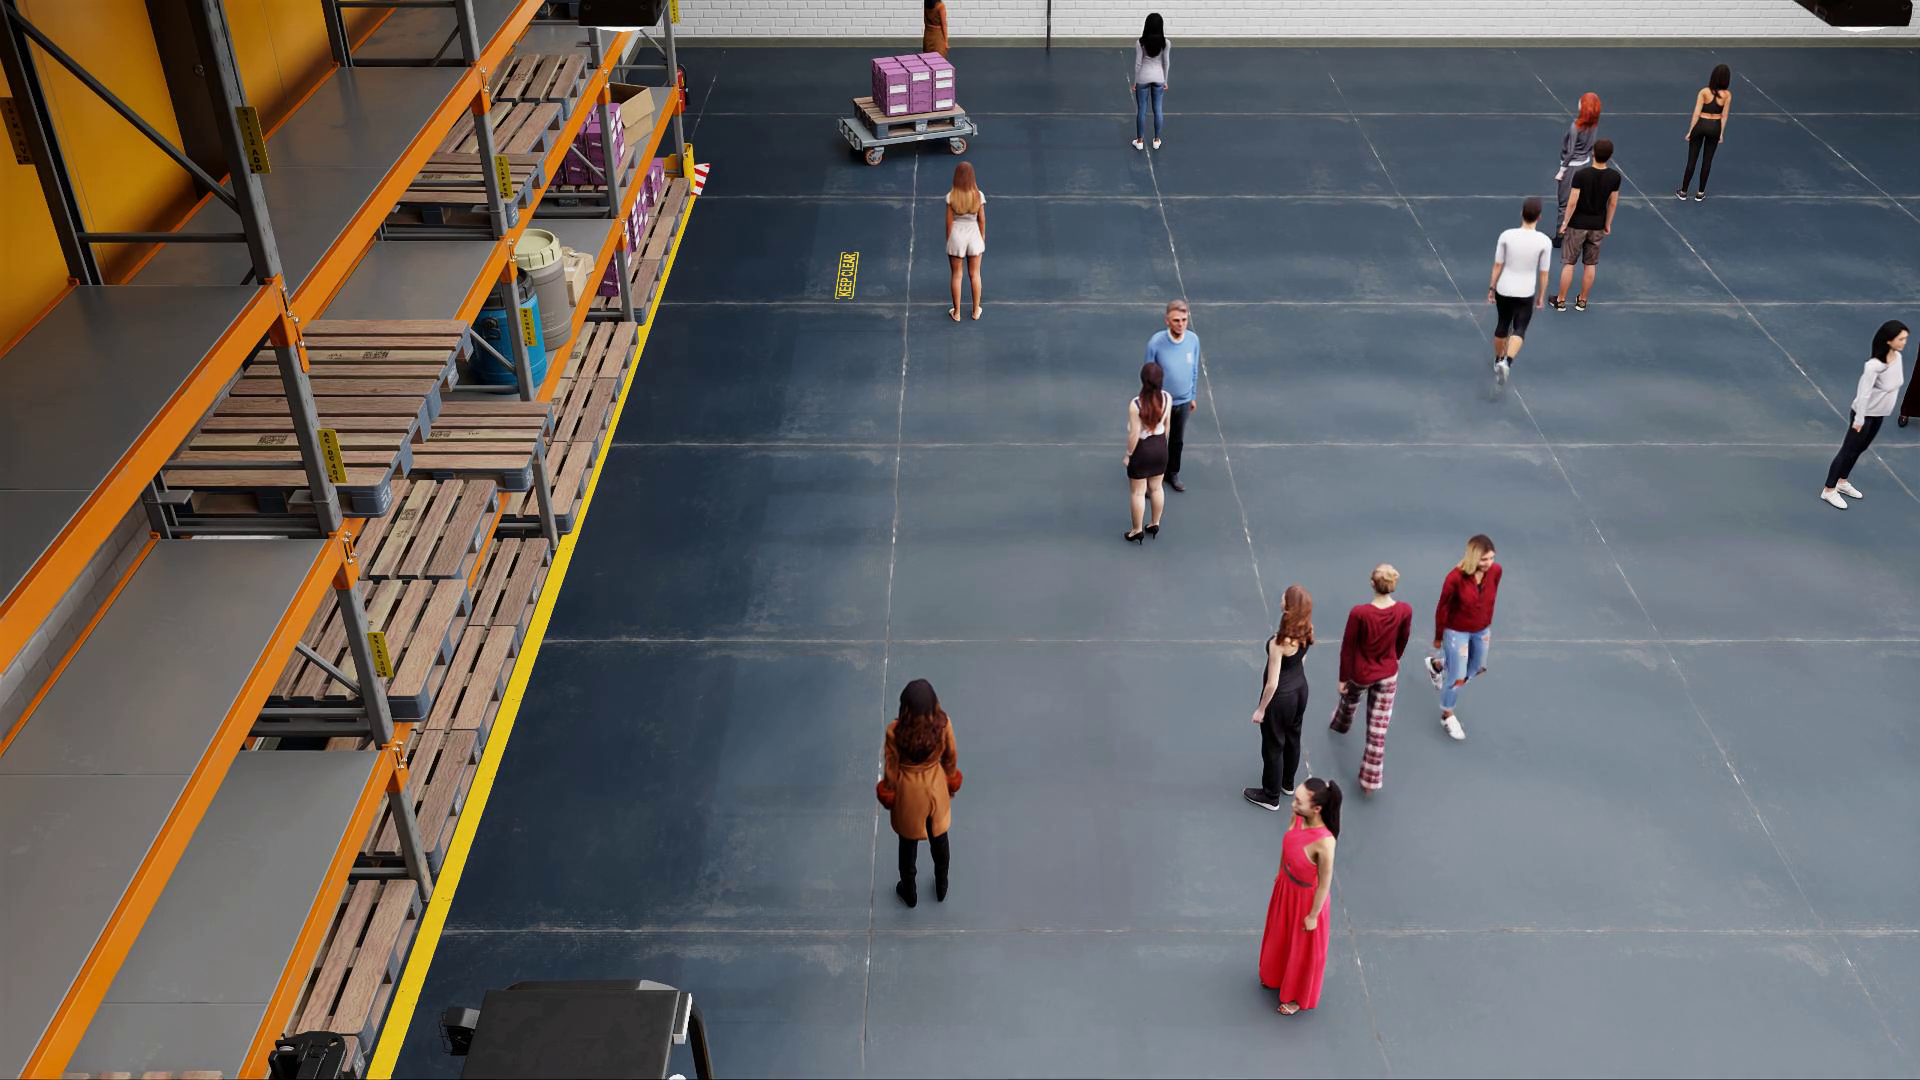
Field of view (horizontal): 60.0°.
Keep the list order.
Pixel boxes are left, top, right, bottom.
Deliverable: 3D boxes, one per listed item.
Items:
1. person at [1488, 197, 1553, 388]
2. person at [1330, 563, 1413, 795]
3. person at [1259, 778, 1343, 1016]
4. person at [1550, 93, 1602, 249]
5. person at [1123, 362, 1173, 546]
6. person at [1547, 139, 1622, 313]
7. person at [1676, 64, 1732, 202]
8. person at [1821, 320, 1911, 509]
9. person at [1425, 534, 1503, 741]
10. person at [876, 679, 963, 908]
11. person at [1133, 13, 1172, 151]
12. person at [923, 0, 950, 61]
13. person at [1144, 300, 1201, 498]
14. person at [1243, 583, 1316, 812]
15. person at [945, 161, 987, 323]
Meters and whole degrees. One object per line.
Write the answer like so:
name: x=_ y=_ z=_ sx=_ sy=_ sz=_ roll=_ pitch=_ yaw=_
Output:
person: x=5.318 y=-2.356 z=15.931 sx=0.944 sy=1.834 sz=1.151 roll=14 pitch=36 yaw=20
person: x=2.776 y=0.943 z=11.136 sx=0.632 sy=1.648 sz=1.080 roll=-1 pitch=34 yaw=-1
person: x=1.943 y=2.019 z=9.447 sx=0.743 sy=1.725 sz=0.607 roll=-10 pitch=35 yaw=-14
person: x=6.907 y=-4.165 z=18.702 sx=0.655 sy=1.779 sz=0.680 roll=-21 pitch=39 yaw=-29
person: x=1.533 y=-0.710 z=13.621 sx=0.631 sy=1.649 sz=0.648 roll=-17 pitch=37 yaw=-24
person: x=6.507 y=-3.269 z=17.280 sx=0.666 sy=1.861 sz=0.575 roll=1 pitch=34 yaw=2
person: x=8.925 y=-4.878 z=19.897 sx=0.617 sy=1.643 sz=0.584 roll=10 pitch=35 yaw=14
person: x=7.726 y=-1.091 z=14.149 sx=0.712 sy=1.700 sz=0.754 roll=-25 pitch=41 yaw=-32
person: x=3.501 y=0.600 z=11.684 sx=0.800 sy=1.612 sz=0.961 roll=-14 pitch=36 yaw=-20
person: x=-0.244 y=1.544 z=10.166 sx=0.751 sy=1.720 sz=0.683 roll=-8 pitch=35 yaw=-12
person: x=2.443 y=-5.882 z=21.324 sx=0.628 sy=1.736 sz=0.548 roll=-3 pitch=34 yaw=-5
person: x=-0.340 y=-6.859 z=22.835 sx=0.693 sy=1.690 sz=0.631 roll=-28 pitch=43 yaw=-36
person: x=1.799 y=-1.236 z=14.261 sx=0.709 sy=1.818 sz=0.652 roll=-9 pitch=35 yaw=-14
person: x=2.140 y=1.025 z=10.922 sx=0.721 sy=1.748 sz=0.658 roll=28 pitch=43 yaw=35
person: x=0.044 y=-3.076 z=17.139 sx=0.585 sy=1.695 sz=0.561 roll=-3 pitch=34 yaw=-5
